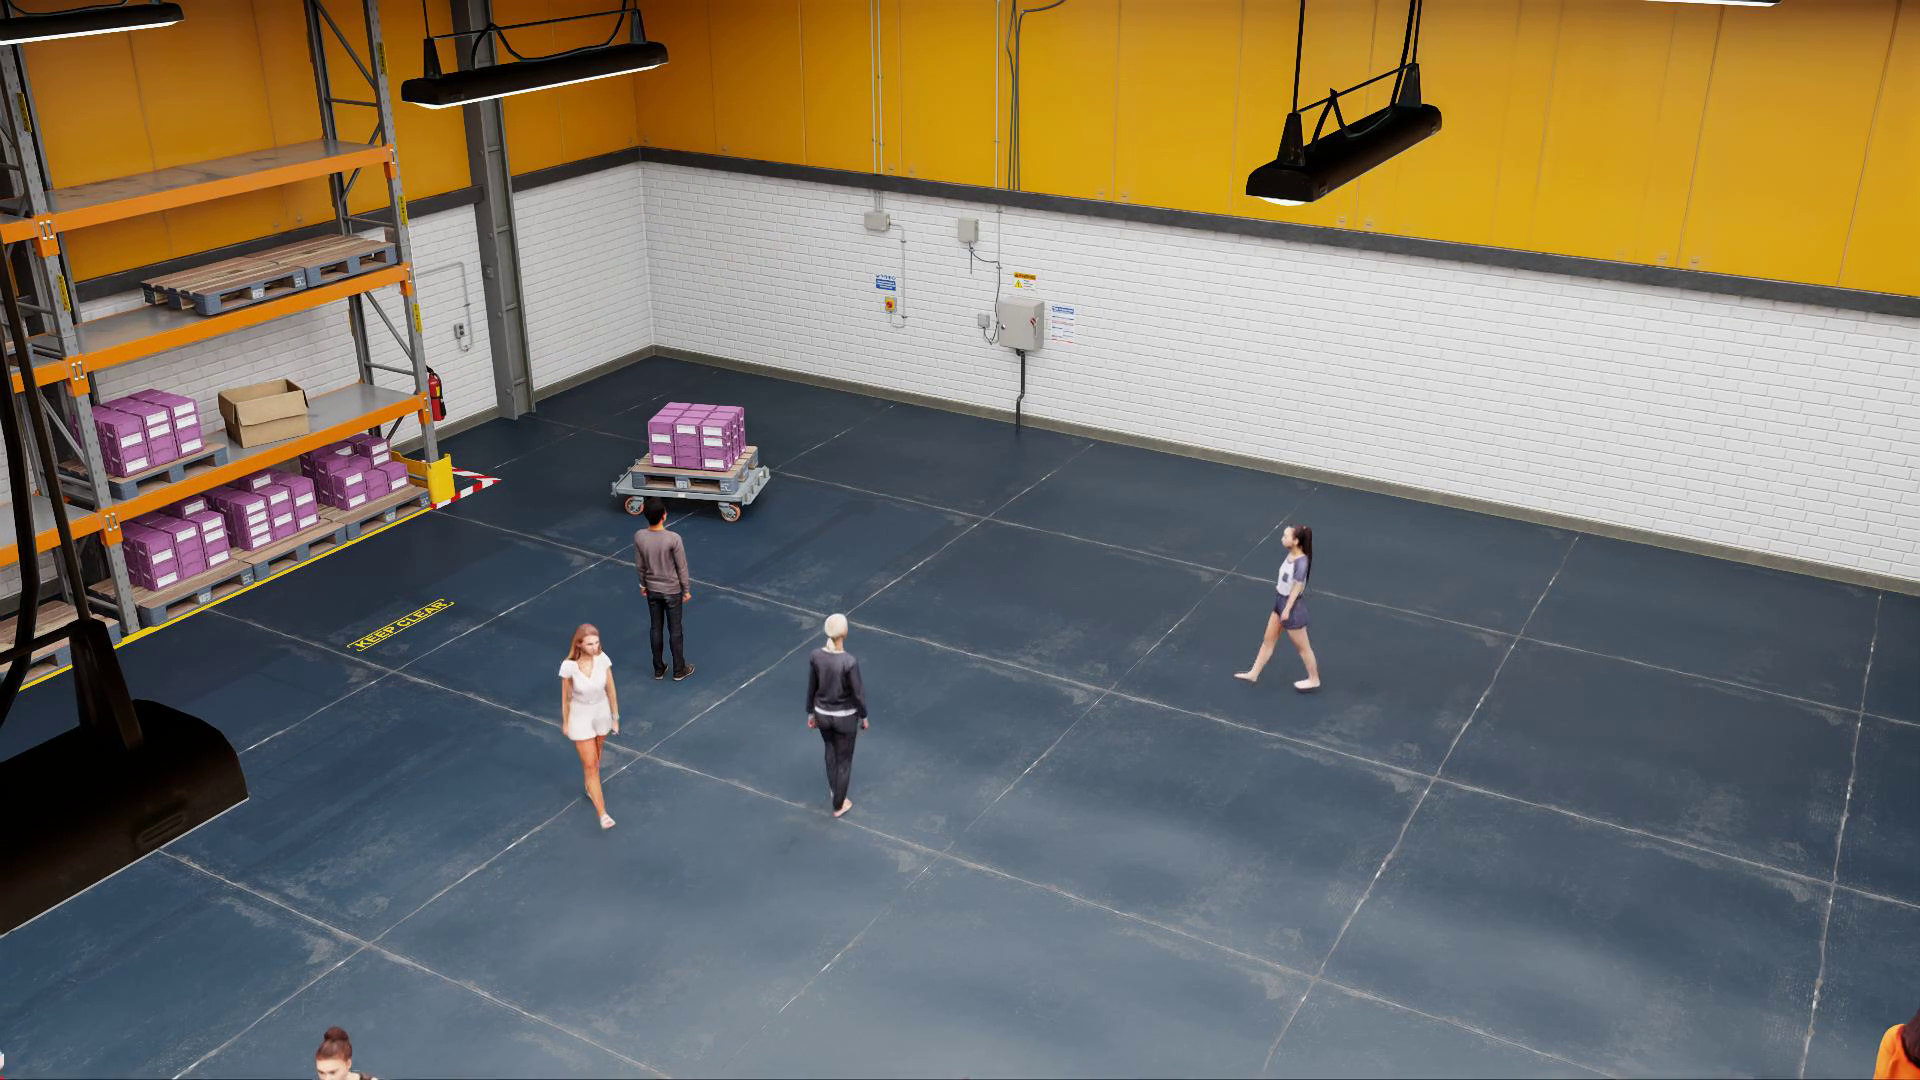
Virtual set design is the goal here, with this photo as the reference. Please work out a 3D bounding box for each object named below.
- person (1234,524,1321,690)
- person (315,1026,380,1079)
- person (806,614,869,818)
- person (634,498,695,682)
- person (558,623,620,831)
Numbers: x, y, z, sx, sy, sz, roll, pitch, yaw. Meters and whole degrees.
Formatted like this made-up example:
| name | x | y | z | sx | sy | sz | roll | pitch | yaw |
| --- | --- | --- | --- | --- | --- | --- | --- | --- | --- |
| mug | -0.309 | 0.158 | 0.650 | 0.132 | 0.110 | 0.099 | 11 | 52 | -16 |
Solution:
| name | x | y | z | sx | sy | sz | roll | pitch | yaw |
| --- | --- | --- | --- | --- | --- | --- | --- | --- | --- |
| person | 3.054 | 0.638 | 14.903 | 1.001 | 1.607 | 1.044 | -1 | 24 | -2 |
| person | -3.175 | 3.246 | 8.866 | 0.770 | 1.663 | 0.841 | -1 | 24 | -3 |
| person | -1.007 | 1.399 | 13.030 | 0.668 | 1.712 | 0.691 | 10 | 25 | 21 |
| person | -2.708 | 0.449 | 15.133 | 0.696 | 1.769 | 0.635 | 7 | 25 | 16 |
| person | -2.930 | 1.394 | 13.128 | 1.140 | 1.642 | 1.019 | -13 | 27 | -27 |
